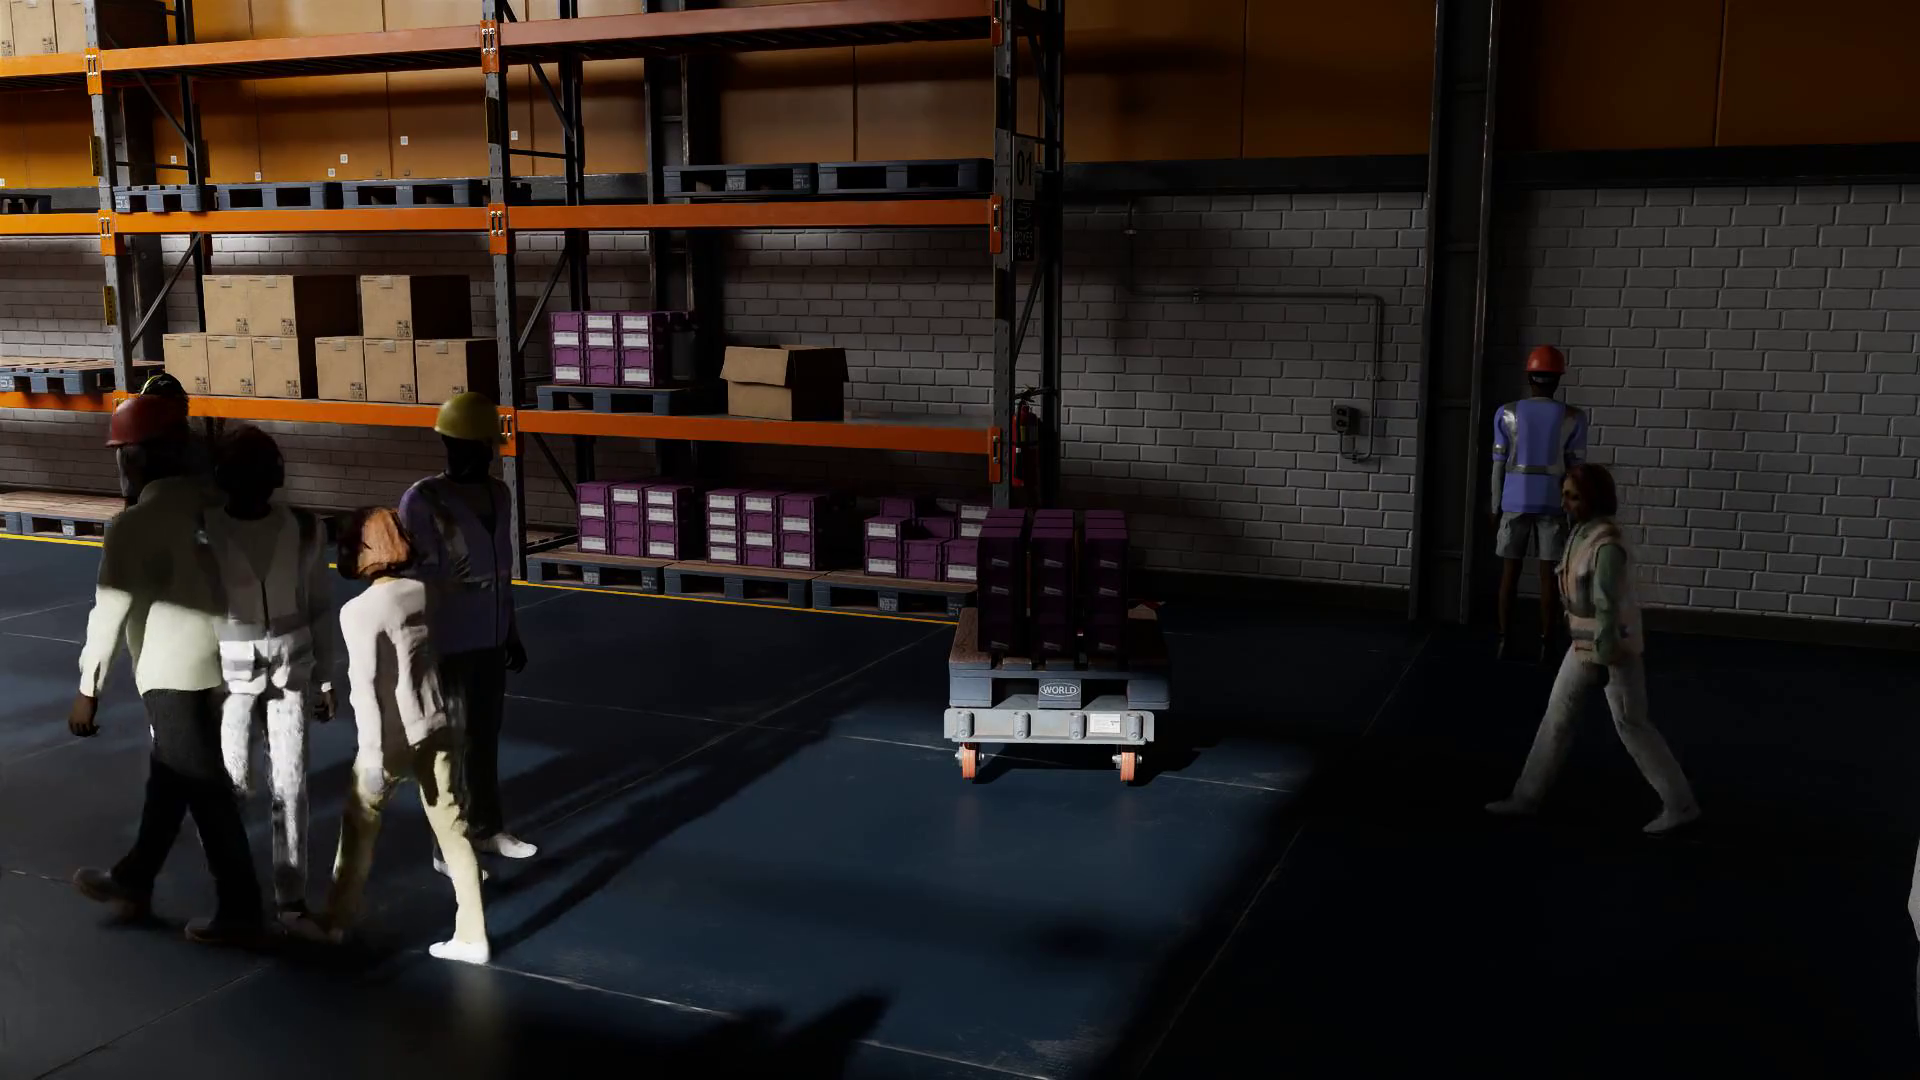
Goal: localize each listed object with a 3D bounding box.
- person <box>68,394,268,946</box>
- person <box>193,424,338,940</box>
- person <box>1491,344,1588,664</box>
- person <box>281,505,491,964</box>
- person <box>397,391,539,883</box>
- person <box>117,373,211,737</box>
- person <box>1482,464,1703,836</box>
[{"bbox_3d":[-2.902,0.472,5.883,0.947,1.953,0.627,1,10,7],"label":"person"},{"bbox_3d":[-2.595,0.497,6.036,0.591,1.865,0.607,-9,13,-42],"label":"person"},{"bbox_3d":[3.501,-0.215,10.101,0.540,1.931,0.382,4,10,20],"label":"person"},{"bbox_3d":[-2.004,0.677,5.737,0.825,1.590,0.512,4,10,21],"label":"person"},{"bbox_3d":[-1.930,0.375,6.577,0.369,1.925,0.586,4,10,21],"label":"person"},{"bbox_3d":[-3.975,0.090,8.445,0.328,1.872,0.514,6,11,30],"label":"person"},{"bbox_3d":[2.729,0.468,7.021,0.879,1.592,0.557,0,9,1],"label":"person"}]
